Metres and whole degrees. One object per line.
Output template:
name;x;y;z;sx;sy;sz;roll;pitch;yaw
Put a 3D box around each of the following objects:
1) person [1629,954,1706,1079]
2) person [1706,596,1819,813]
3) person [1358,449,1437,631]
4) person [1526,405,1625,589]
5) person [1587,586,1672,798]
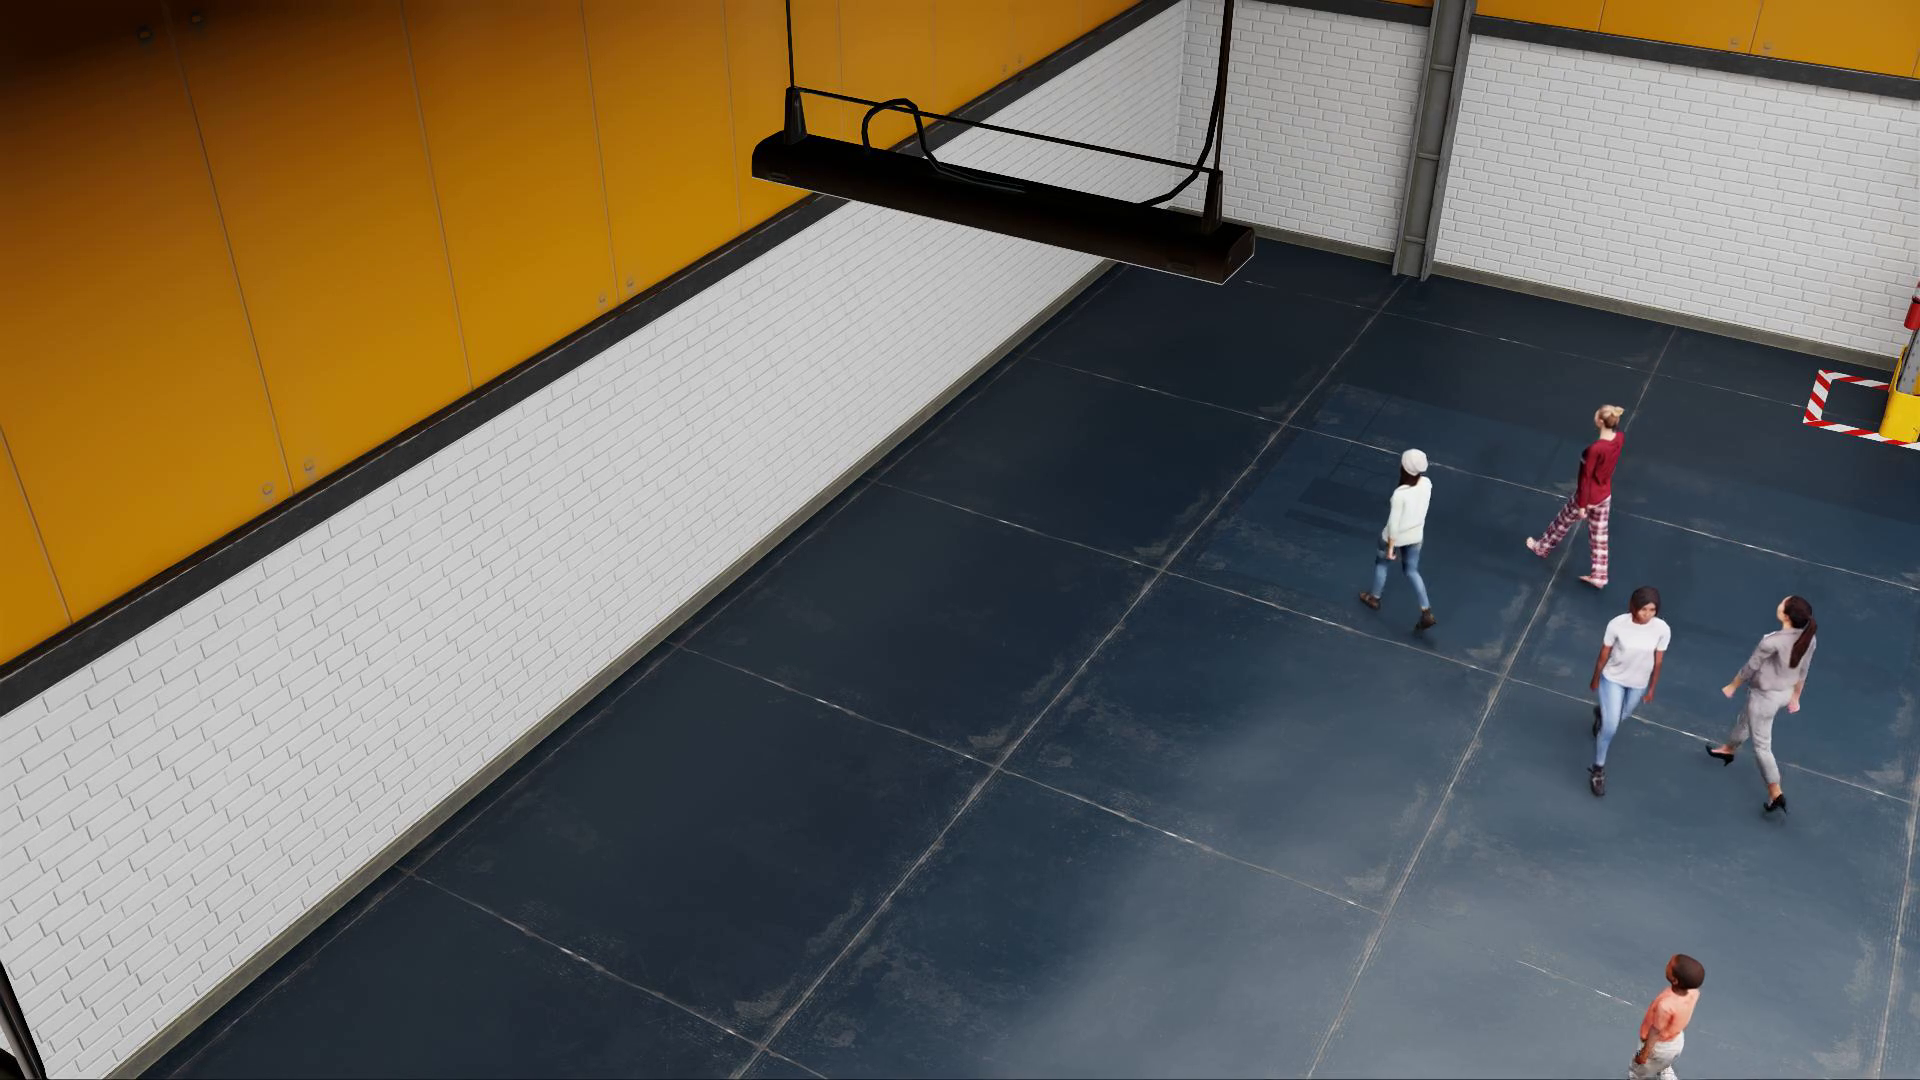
person;4.057;2.894;9.492;0.652;1.299;0.797;-22;39;-29
person;5.764;1.180;11.760;1.016;1.641;1.154;-13;36;-19
person;3.674;0.010;13.538;0.925;1.621;1.110;-16;37;-23
person;5.404;-0.346;14.038;0.935;1.662;1.142;-19;38;-26
person;4.783;0.986;12.003;1.078;1.696;0.913;5;34;7
